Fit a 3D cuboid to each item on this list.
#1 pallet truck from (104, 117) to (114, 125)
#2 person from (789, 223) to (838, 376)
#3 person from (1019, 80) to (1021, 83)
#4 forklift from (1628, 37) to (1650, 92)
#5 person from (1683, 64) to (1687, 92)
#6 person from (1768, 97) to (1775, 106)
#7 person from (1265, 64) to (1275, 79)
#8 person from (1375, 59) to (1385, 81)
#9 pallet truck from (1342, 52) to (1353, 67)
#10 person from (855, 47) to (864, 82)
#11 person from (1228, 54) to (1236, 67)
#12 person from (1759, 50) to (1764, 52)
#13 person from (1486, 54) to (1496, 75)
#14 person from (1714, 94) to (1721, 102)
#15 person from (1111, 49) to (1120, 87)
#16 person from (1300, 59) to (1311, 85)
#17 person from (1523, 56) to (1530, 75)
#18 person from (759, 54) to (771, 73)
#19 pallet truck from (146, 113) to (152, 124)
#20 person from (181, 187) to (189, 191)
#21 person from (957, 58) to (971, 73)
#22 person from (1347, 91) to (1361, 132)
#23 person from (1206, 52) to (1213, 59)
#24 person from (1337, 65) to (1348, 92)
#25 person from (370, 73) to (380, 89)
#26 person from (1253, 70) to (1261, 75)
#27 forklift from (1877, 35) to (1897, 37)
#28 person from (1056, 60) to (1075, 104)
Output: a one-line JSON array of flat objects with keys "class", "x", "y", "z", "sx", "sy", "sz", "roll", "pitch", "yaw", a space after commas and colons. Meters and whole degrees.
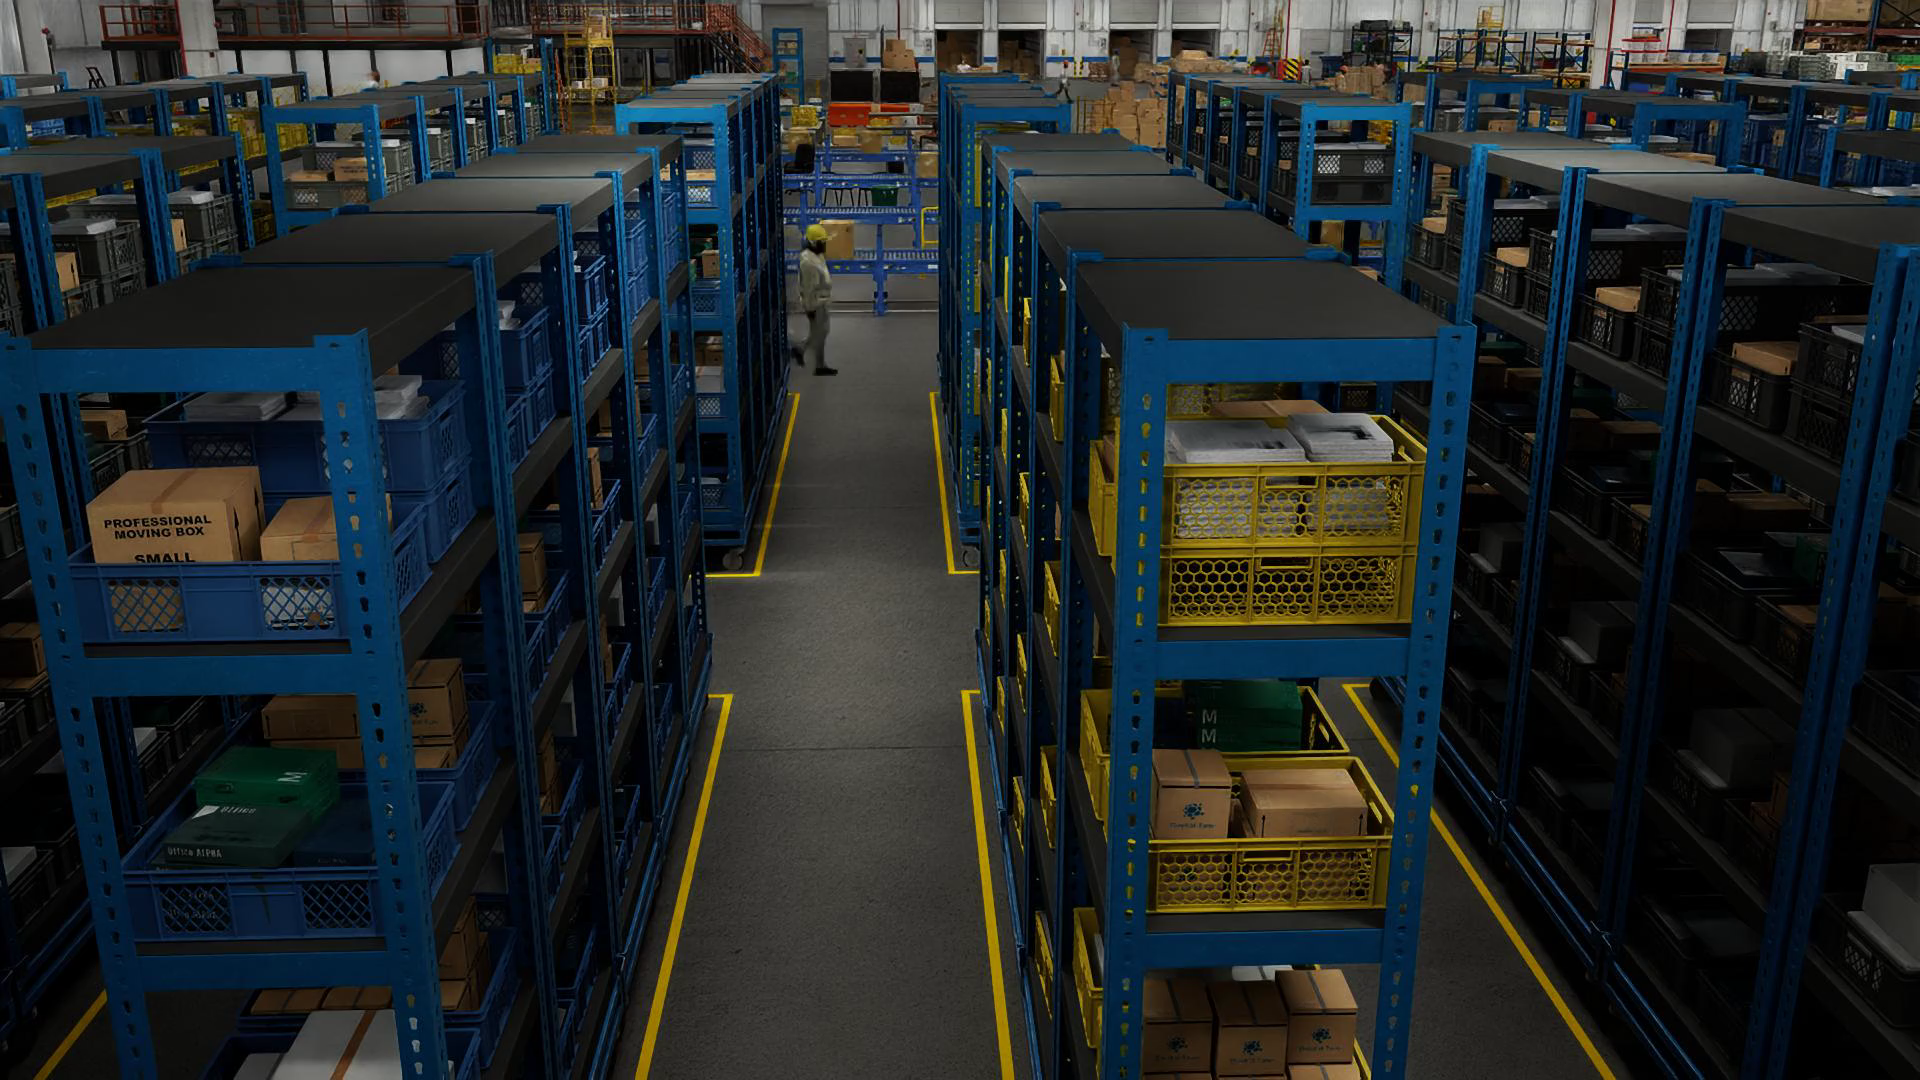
[{"class": "pallet truck", "x": -18.367, "y": -7.885, "z": 35.078, "sx": 1.885, "sy": 1.965, "sz": 0.823, "roll": 1, "pitch": 18, "yaw": 2}, {"class": "person", "x": -1.755, "y": -2.853, "z": 19.787, "sx": 0.517, "sy": 1.820, "sz": 0.611, "roll": 1, "pitch": 18, "yaw": 4}, {"class": "person", "x": 1.853, "y": -13.181, "z": 51.421, "sx": 0.409, "sy": 2.033, "sz": 0.609, "roll": -11, "pitch": 21, "yaw": -32}, {"class": "forklift", "x": 30.674, "y": -21.491, "z": 75.767, "sx": 1.129, "sy": 2.768, "sz": 1.873, "roll": -1, "pitch": 18, "yaw": -2}, {"class": "person", "x": 32.480, "y": -20.662, "z": 74.812, "sx": 1.055, "sy": 1.886, "sz": 0.636, "roll": 4, "pitch": 18, "yaw": 11}, {"class": "person", "x": 32.194, "y": -17.687, "z": 65.675, "sx": 0.652, "sy": 1.843, "sz": 0.536, "roll": -9, "pitch": 20, "yaw": -25}, {"class": "person", "x": 12.032, "y": -17.642, "z": 65.202, "sx": 0.982, "sy": 2.000, "sz": 0.690, "roll": 2, "pitch": 18, "yaw": 5}, {"class": "person", "x": 20.667, "y": -22.817, "z": 81.820, "sx": 0.636, "sy": 1.663, "sz": 0.318, "roll": 16, "pitch": 24, "yaw": 41}, {"class": "pallet truck", "x": 18.794, "y": -23.123, "z": 82.231, "sx": 0.823, "sy": 1.965, "sz": 1.885, "roll": -13, "pitch": 22, "yaw": -35}, {"class": "person", "x": -5.630, "y": -26.741, "z": 93.564, "sx": 0.471, "sy": 1.911, "sz": 0.594, "roll": -3, "pitch": 18, "yaw": -10}, {"class": "person", "x": 14.462, "y": -25.044, "z": 88.653, "sx": 0.502, "sy": 1.684, "sz": 0.915, "roll": 10, "pitch": 20, "yaw": 28}, {"class": "person", "x": 41.774, "y": -24.614, "z": 86.937, "sx": 0.545, "sy": 1.940, "sz": 0.358, "roll": -9, "pitch": 20, "yaw": -27}, {"class": "person", "x": 25.806, "y": -22.734, "z": 81.197, "sx": 0.732, "sy": 1.902, "sz": 0.598, "roll": -6, "pitch": 19, "yaw": -17}, {"class": "person", "x": 21.624, "y": -11.837, "z": 47.608, "sx": 0.630, "sy": 1.803, "sz": 0.615, "roll": -1, "pitch": 18, "yaw": -4}, {"class": "person", "x": 8.296, "y": -25.128, "z": 88.537, "sx": 0.508, "sy": 1.941, "sz": 0.621, "roll": -5, "pitch": 19, "yaw": -15}, {"class": "person", "x": 15.630, "y": -20.793, "z": 75.253, "sx": 0.503, "sy": 1.861, "sz": 0.328, "roll": 8, "pitch": 19, "yaw": 22}, {"class": "person", "x": 27.381, "y": -22.568, "z": 80.801, "sx": 0.700, "sy": 1.814, "sz": 0.537, "roll": -4, "pitch": 18, "yaw": -13}, {"class": "person", "x": -10.079, "y": -24.188, "z": 85.881, "sx": 0.976, "sy": 1.789, "sz": 0.633, "roll": 13, "pitch": 22, "yaw": 35}, {"class": "pallet truck", "x": -18.087, "y": -8.309, "z": 36.390, "sx": 1.885, "sy": 1.965, "sz": 0.823, "roll": -1, "pitch": 18, "yaw": -4}, {"class": "person", "x": -13.512, "y": -5.658, "z": 28.370, "sx": 0.680, "sy": 1.872, "sz": 0.864, "roll": -14, "pitch": 22, "yaw": -36}, {"class": "person", "x": 0.178, "y": -20.708, "z": 74.854, "sx": 0.629, "sy": 1.940, "sz": 0.376, "roll": 3, "pitch": 18, "yaw": 9}, {"class": "person", "x": 11.946, "y": -12.631, "z": 50.155, "sx": 0.543, "sy": 1.751, "sz": 0.402, "roll": 1, "pitch": 18, "yaw": 4}, {"class": "person", "x": 13.098, "y": -24.756, "z": 87.568, "sx": 0.430, "sy": 1.837, "sz": 0.620, "roll": -11, "pitch": 21, "yaw": -31}, {"class": "person", "x": 15.070, "y": -17.714, "z": 65.590, "sx": 0.374, "sy": 1.935, "sz": 0.552, "roll": 5, "pitch": 19, "yaw": 15}, {"class": "person", "x": -21.325, "y": -16.118, "z": 60.820, "sx": 0.942, "sy": 1.825, "sz": 0.569, "roll": -12, "pitch": 22, "yaw": -33}, {"class": "person", "x": 10.578, "y": -15.773, "z": 59.491, "sx": 0.395, "sy": 1.992, "sz": 0.622, "roll": -12, "pitch": 21, "yaw": -32}, {"class": "forklift", "x": 44.184, "y": -22.804, "z": 79.830, "sx": 1.129, "sy": 2.768, "sz": 1.873, "roll": -1, "pitch": 18, "yaw": -2}, {"class": "person", "x": 4.598, "y": -20.295, "z": 73.697, "sx": 1.007, "sy": 1.874, "sz": 0.554, "roll": 4, "pitch": 18, "yaw": 11}]
